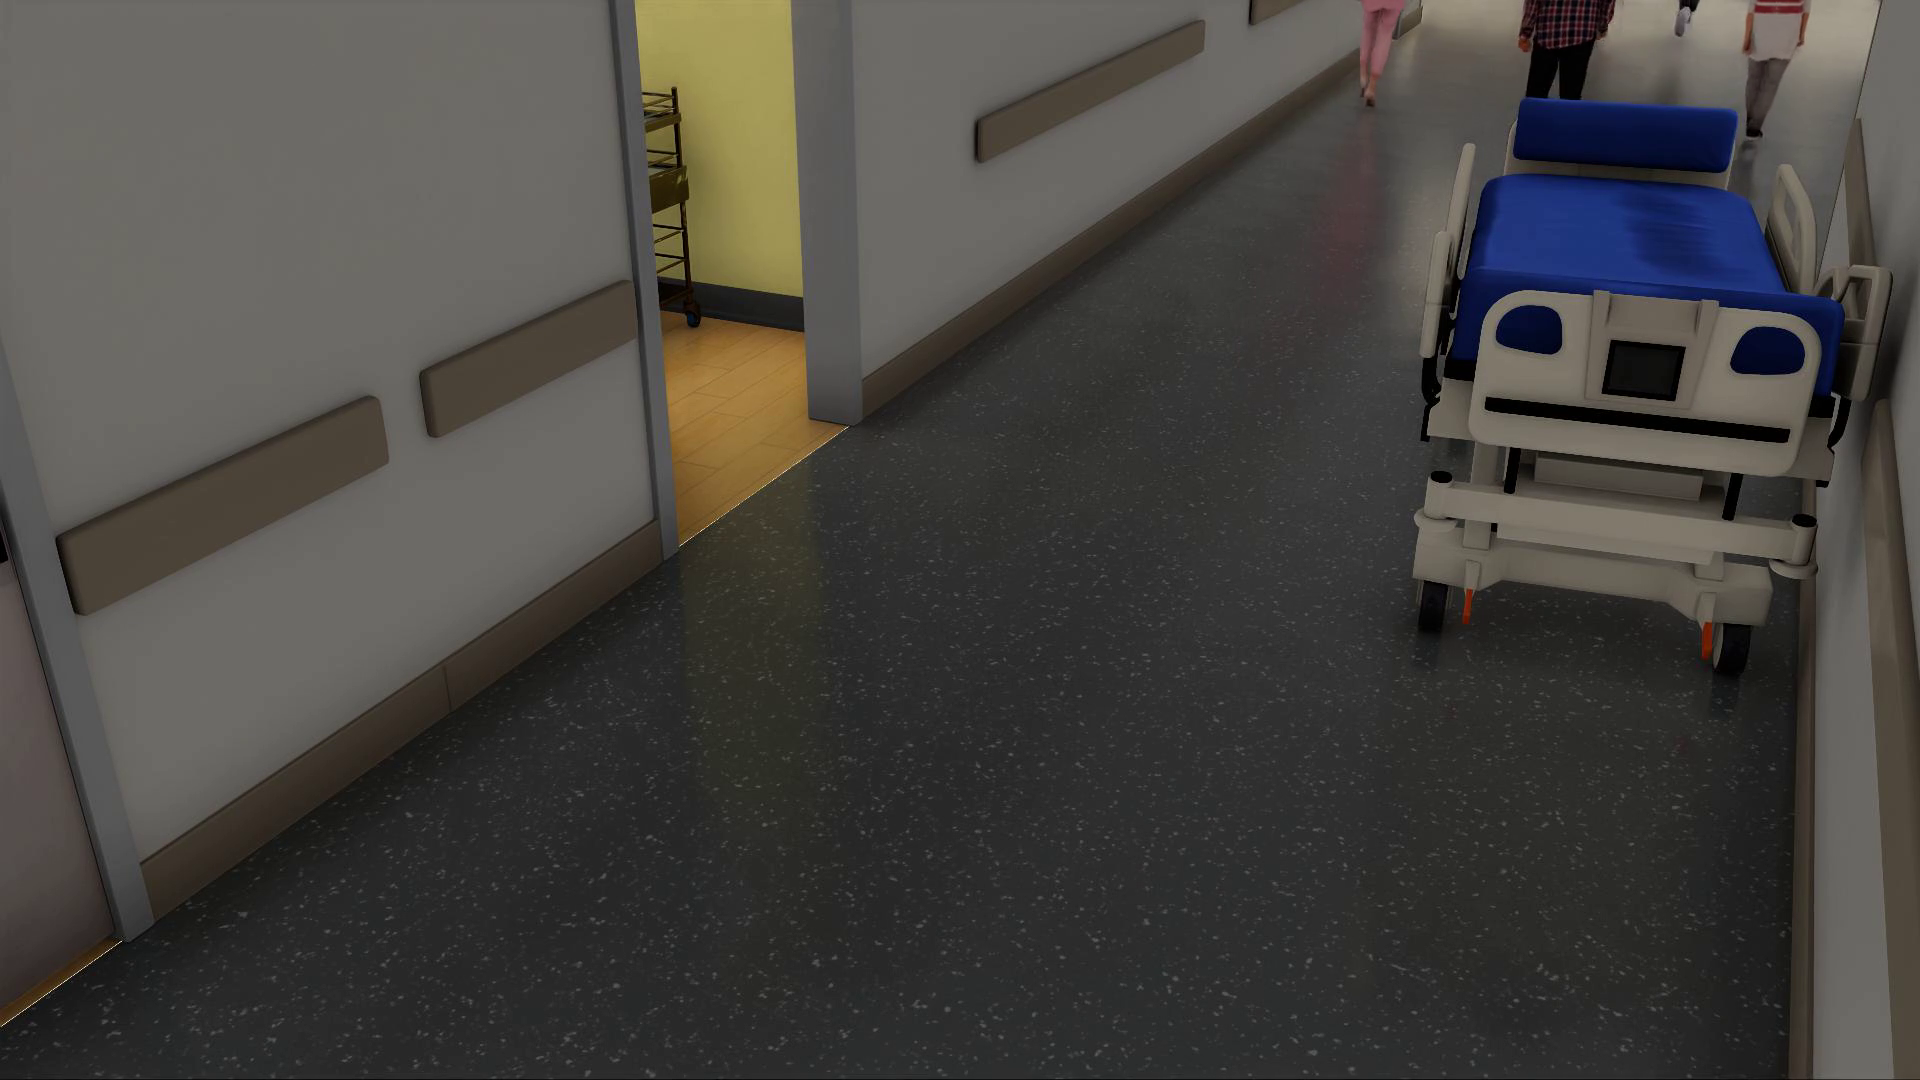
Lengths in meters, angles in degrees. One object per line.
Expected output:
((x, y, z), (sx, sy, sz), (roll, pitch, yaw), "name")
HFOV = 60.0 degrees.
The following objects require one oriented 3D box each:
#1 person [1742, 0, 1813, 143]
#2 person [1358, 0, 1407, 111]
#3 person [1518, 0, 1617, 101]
((5.411, -3.346, 11.061), (0.934, 1.400, 0.682), (16, 30, 30), "person")
((3.056, -4.011, 11.998), (0.579, 1.785, 0.674), (11, 28, 21), "person")
((3.698, -3.082, 10.137), (1.121, 1.728, 0.935), (6, 26, 12), "person")
